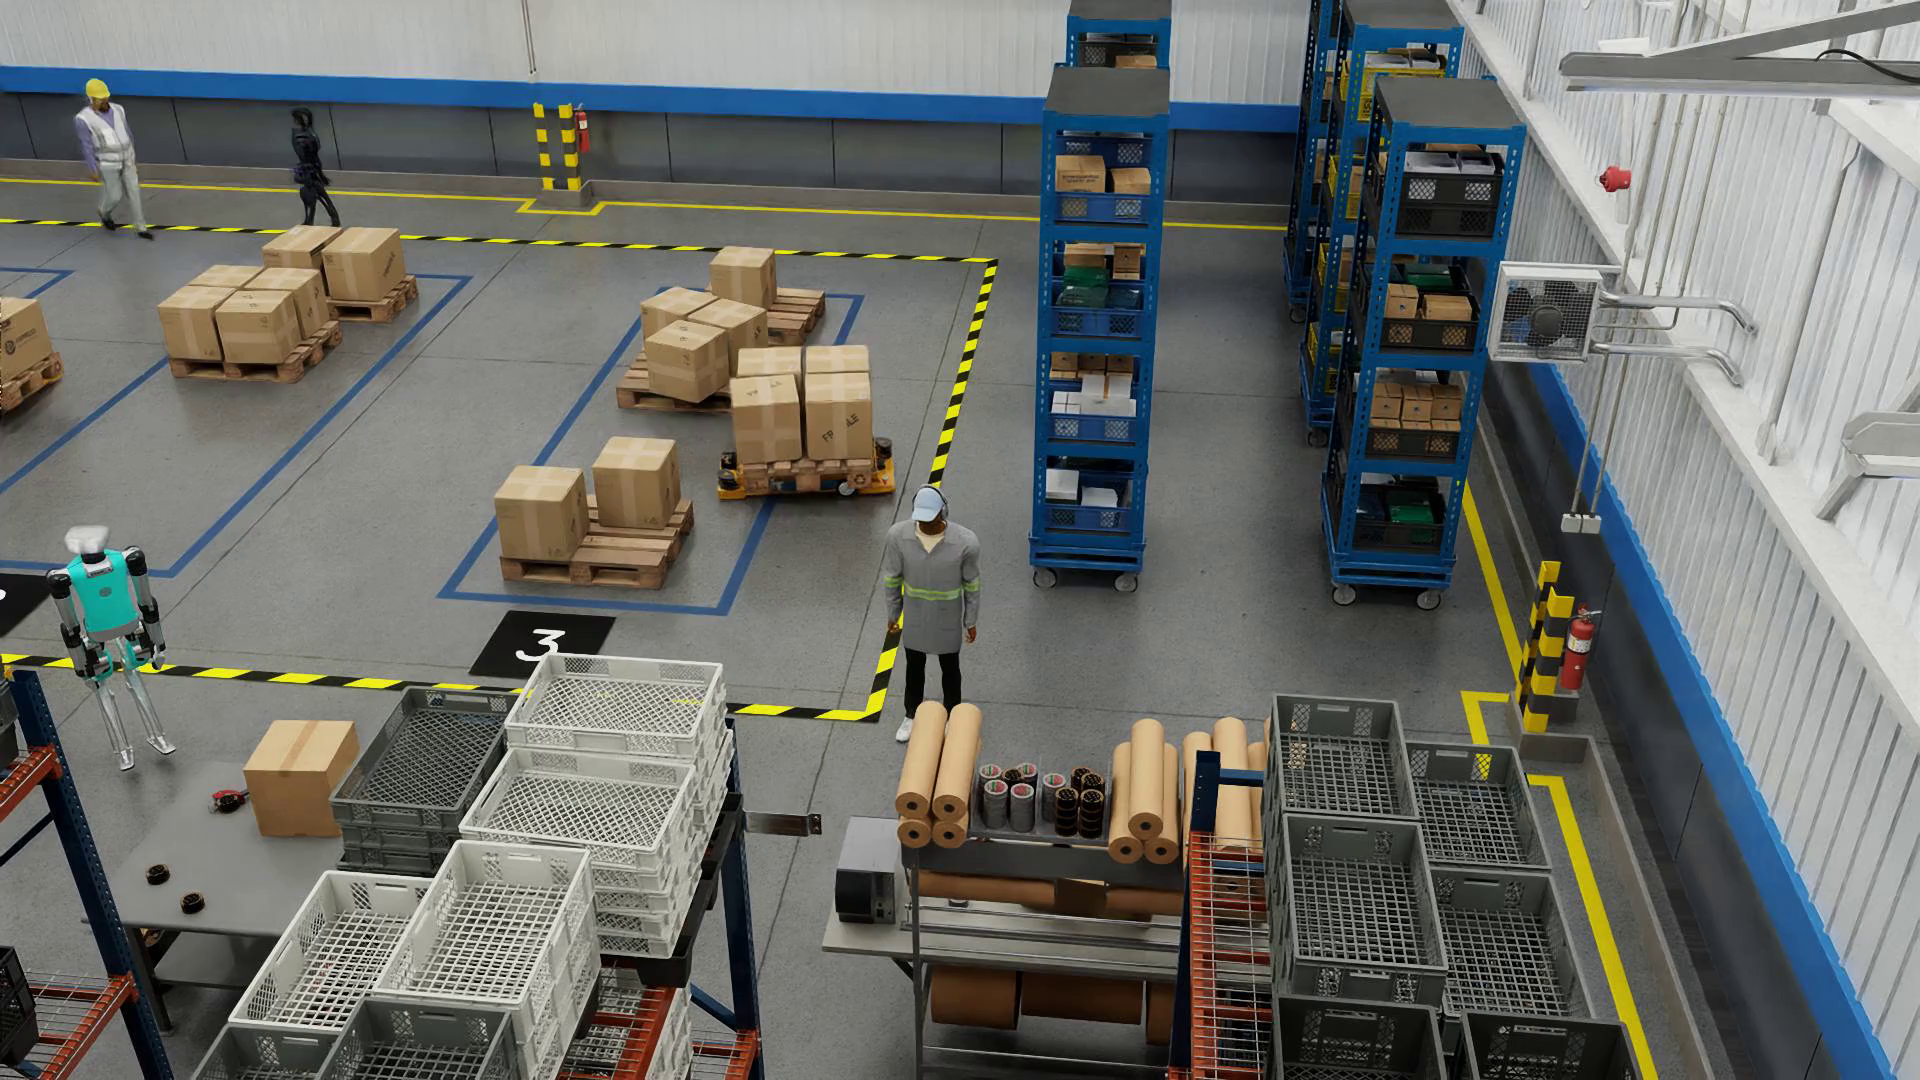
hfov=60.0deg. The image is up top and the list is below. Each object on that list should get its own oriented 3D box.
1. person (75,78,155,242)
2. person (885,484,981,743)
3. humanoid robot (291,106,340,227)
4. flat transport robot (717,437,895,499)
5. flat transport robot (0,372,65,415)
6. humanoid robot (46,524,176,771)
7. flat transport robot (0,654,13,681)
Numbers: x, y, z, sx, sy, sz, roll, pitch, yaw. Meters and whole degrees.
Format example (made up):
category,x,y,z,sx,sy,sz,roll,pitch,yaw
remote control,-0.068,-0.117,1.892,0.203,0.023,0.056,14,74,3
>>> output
category,x,y,z,sx,sy,sz,roll,pitch,yaw
person,-9.368,-4.199,18.353,0.631,1.811,0.593,18,35,27
person,-0.177,0.475,10.286,0.593,1.848,0.398,5,31,9
humanoid robot,-7.089,-3.908,18.042,0.766,1.625,0.606,-3,30,-4
flat transport robot,-1.264,-0.602,13.680,1.431,0.197,0.652,-2,30,-4
flat transport robot,-8.744,-1.299,14.876,0.652,0.197,1.431,3,30,6
humanoid robot,-5.152,0.580,10.083,0.533,1.677,0.735,-22,37,-32
flat transport robot,-7.142,0.969,11.010,1.431,0.231,0.659,3,30,6
